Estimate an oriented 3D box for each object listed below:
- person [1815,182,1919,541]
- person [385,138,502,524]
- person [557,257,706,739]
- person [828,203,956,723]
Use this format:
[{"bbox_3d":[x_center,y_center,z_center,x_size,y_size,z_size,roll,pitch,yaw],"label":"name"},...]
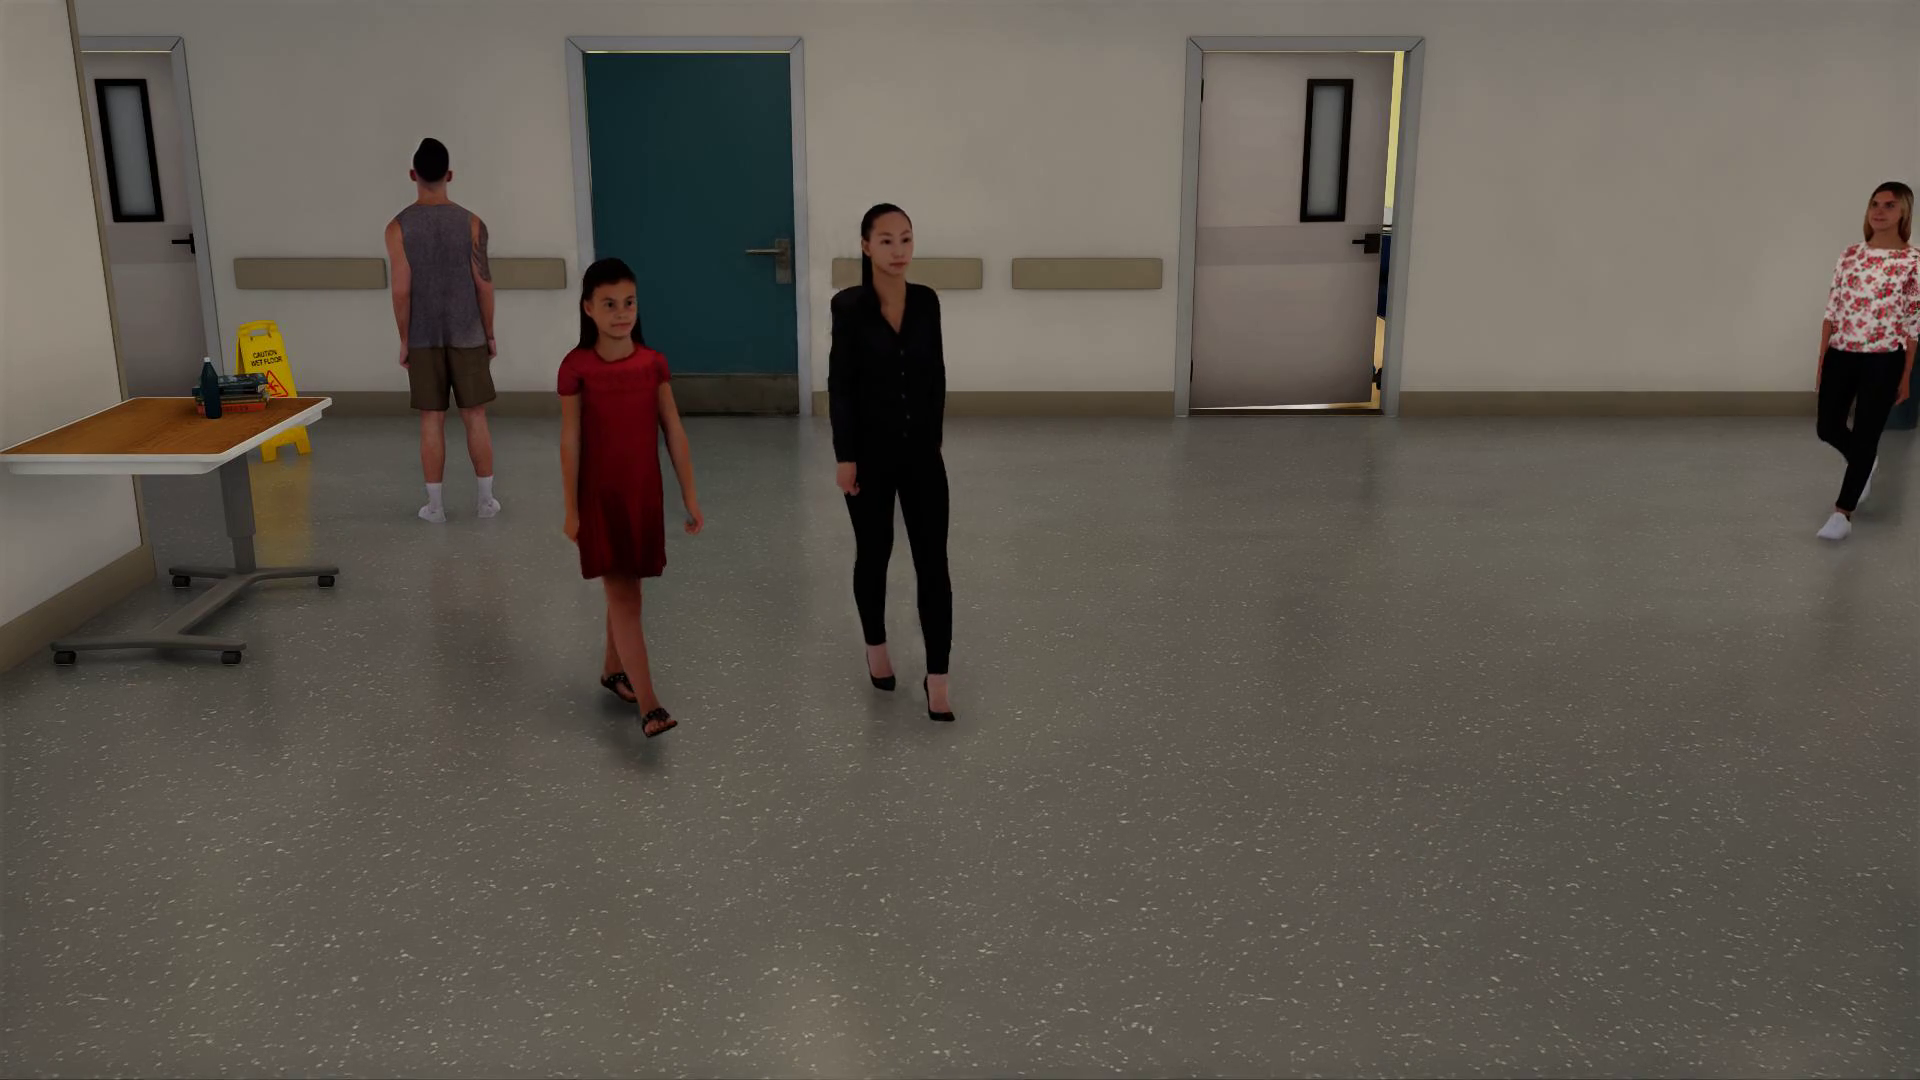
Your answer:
[{"bbox_3d":[4.212,-0.819,7.680,1.023,1.614,0.932,-14,21,-40],"label":"person"},{"bbox_3d":[-2.465,-0.978,7.940,0.639,1.847,0.783,-7,17,-22],"label":"person"},{"bbox_3d":[-1.131,-0.143,5.468,1.021,1.513,0.957,-10,19,-31],"label":"person"},{"bbox_3d":[-0.265,-0.256,5.563,0.911,1.679,0.868,-7,17,-23],"label":"person"}]
